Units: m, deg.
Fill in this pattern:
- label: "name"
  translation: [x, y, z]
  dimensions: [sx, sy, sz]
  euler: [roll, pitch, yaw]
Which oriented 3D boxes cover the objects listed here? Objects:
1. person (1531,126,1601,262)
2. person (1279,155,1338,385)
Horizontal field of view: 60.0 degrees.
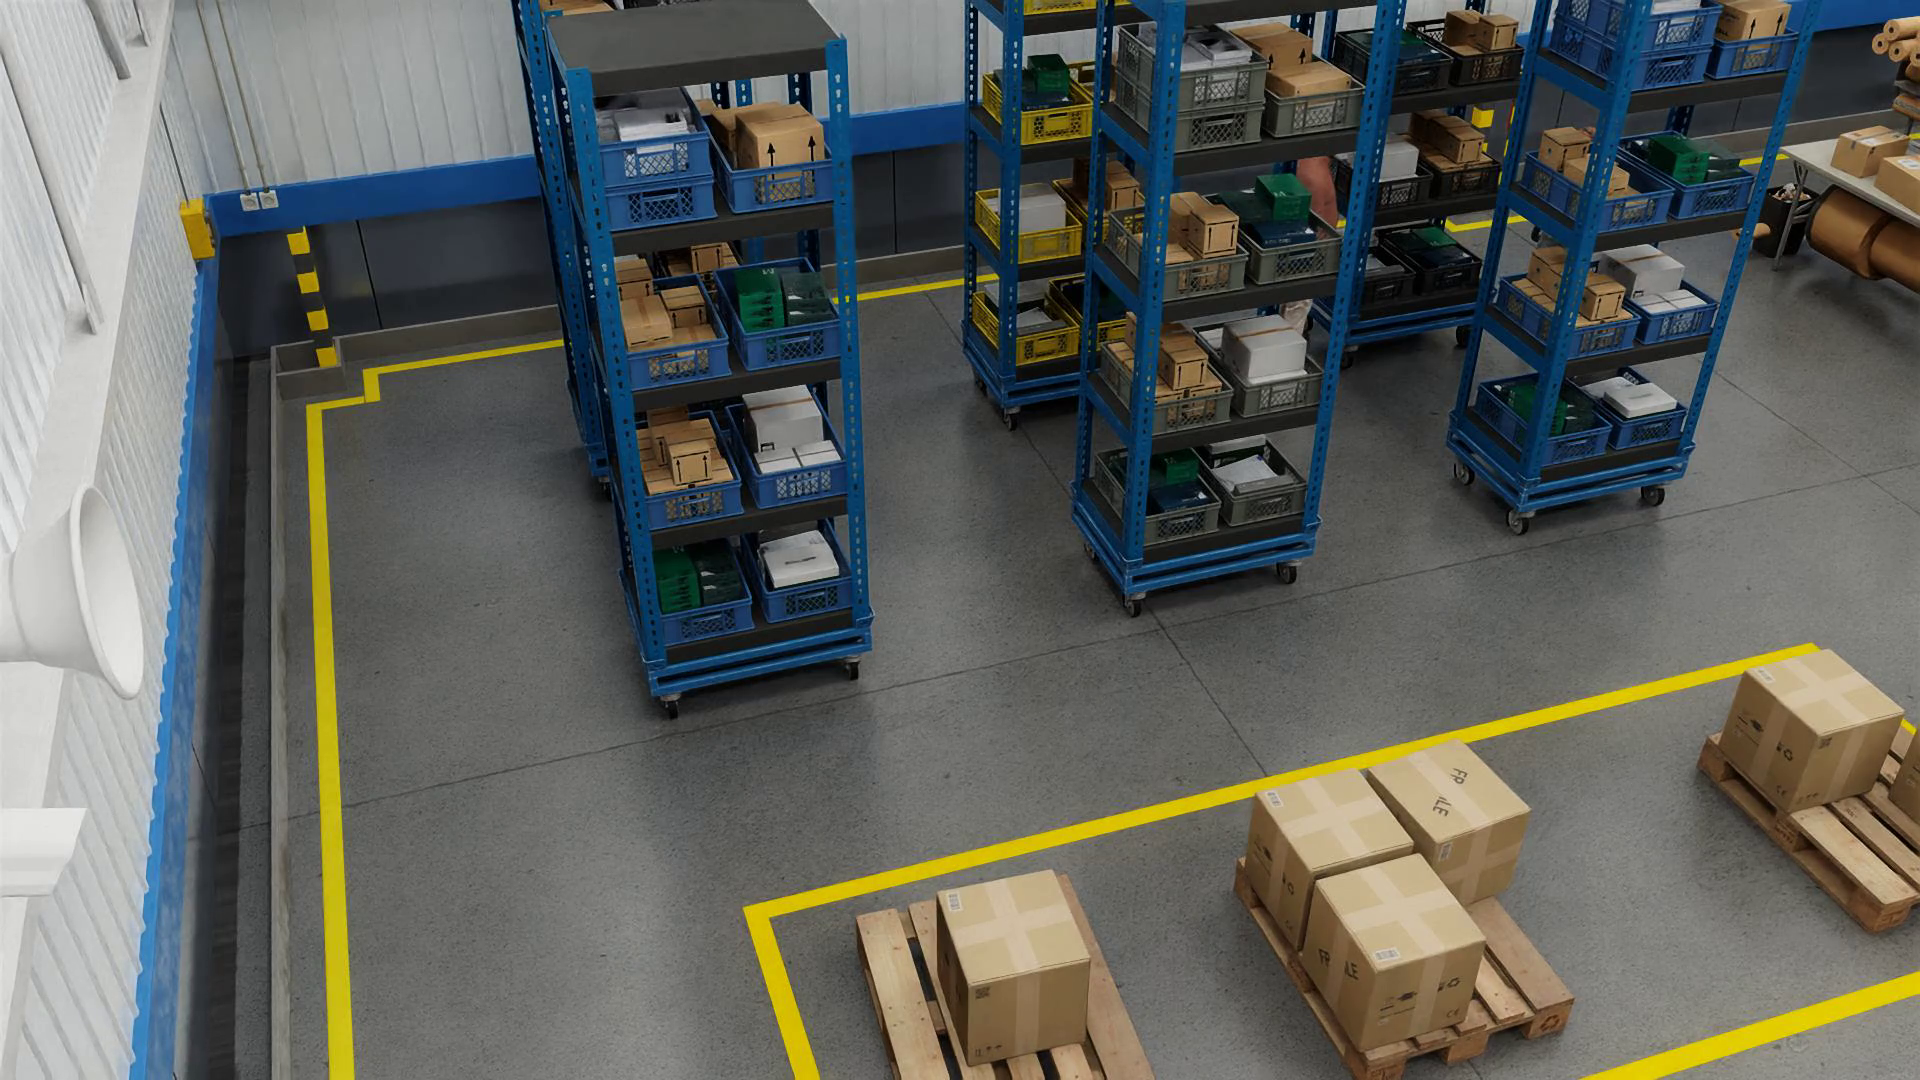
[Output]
- label: "person"
  translation: [4.347, -2.189, 11.956]
  dimensions: [0.308, 1.639, 0.511]
  euler: [-26, 43, -32]
- label: "person"
  translation: [2.384, -2.005, 11.389]
  dimensions: [0.375, 1.996, 0.611]
  euler: [1, 35, 2]
